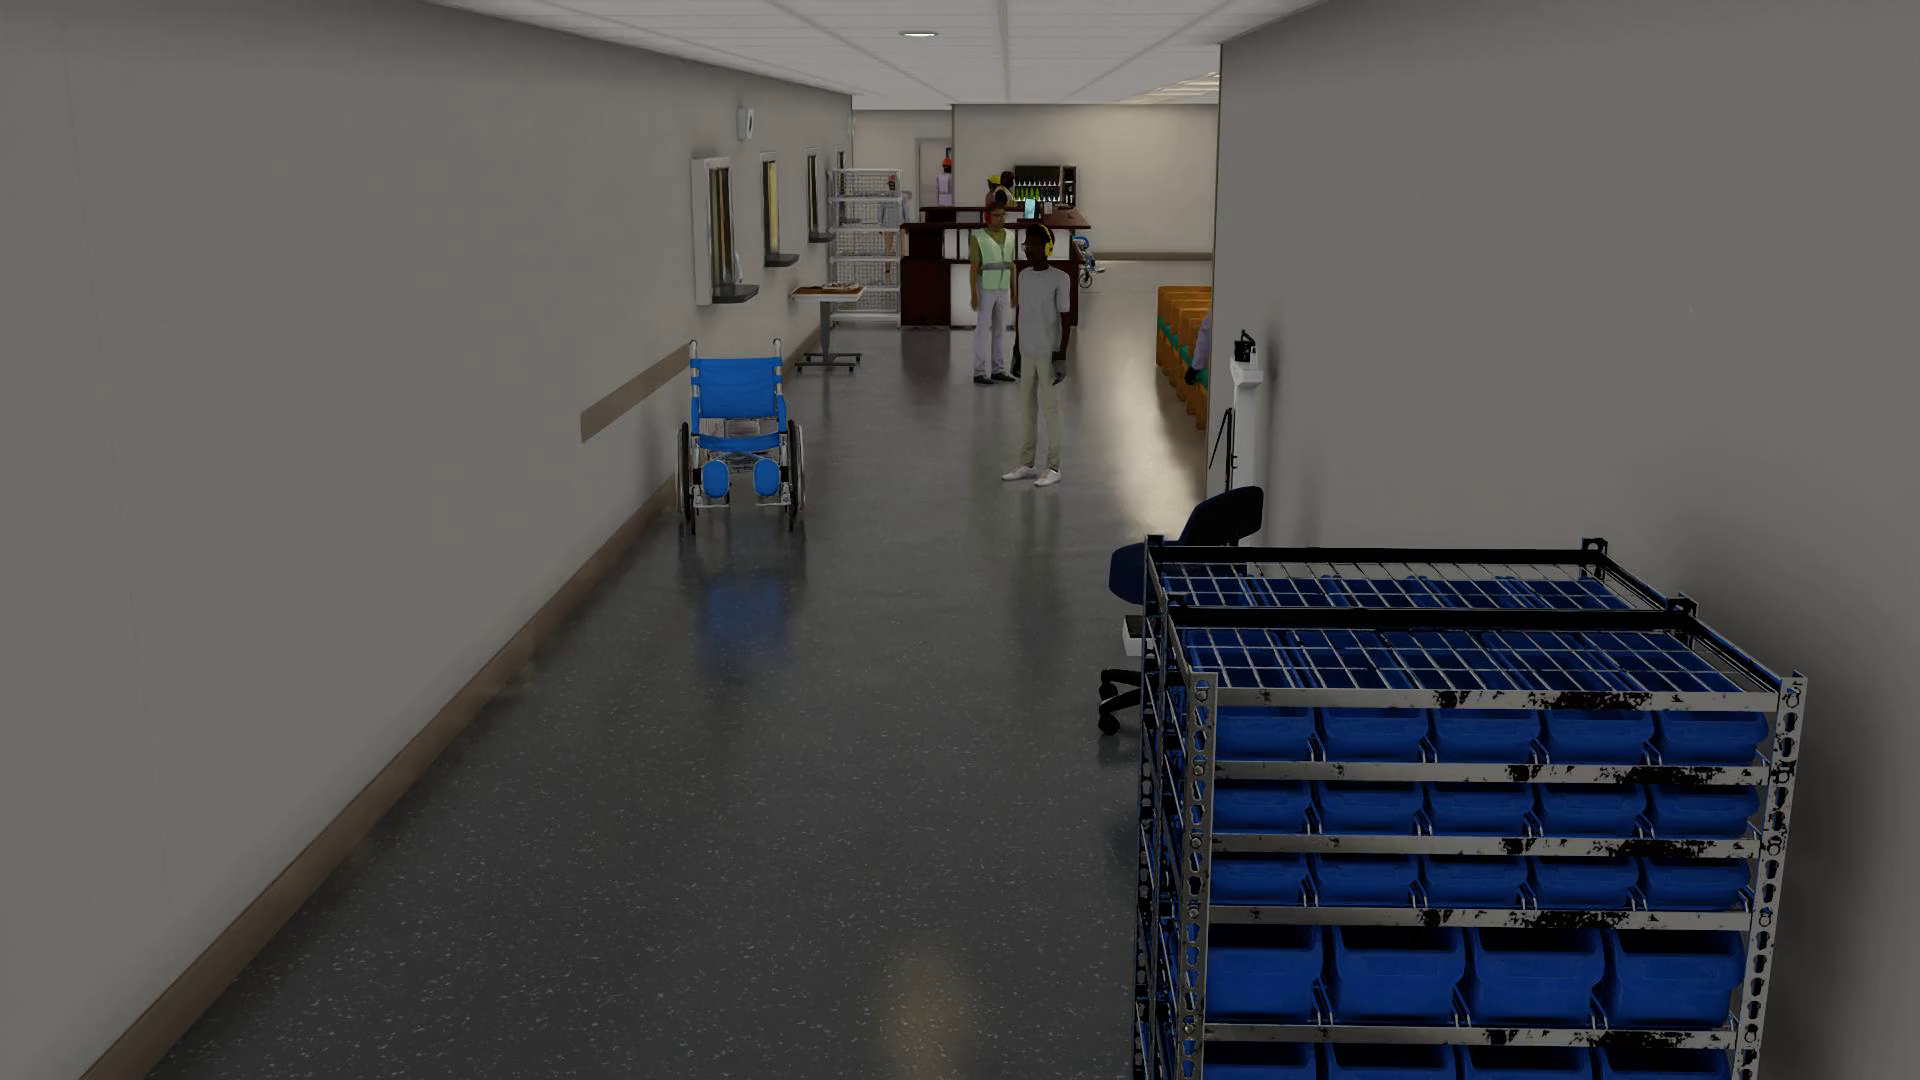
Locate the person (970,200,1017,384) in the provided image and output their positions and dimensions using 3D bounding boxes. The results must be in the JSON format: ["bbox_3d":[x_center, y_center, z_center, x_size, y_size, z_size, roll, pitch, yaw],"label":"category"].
[{"bbox_3d":[0.324,-2.501,16.812,0.570,1.836,0.387,-12,19,-41],"label":"person"}]

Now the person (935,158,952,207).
[{"bbox_3d":[-0.268,-7.322,36.157,0.544,1.938,0.356,10,17,35],"label":"person"}]

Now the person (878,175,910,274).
[{"bbox_3d":[-1.178,-5.627,29.674,0.563,1.741,0.339,1,14,2],"label":"person"}]

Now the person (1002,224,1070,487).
[{"bbox_3d":[0.561,-1.320,11.935,0.517,1.873,0.328,13,19,43],"label":"person"}]

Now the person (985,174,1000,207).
[{"bbox_3d":[0.587,-5.507,29.155,0.323,1.764,0.523,-3,14,-12],"label":"person"}]

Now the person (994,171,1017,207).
[{"bbox_3d":[0.788,-5.409,28.606,0.429,1.838,0.621,2,14,8],"label":"person"}]
